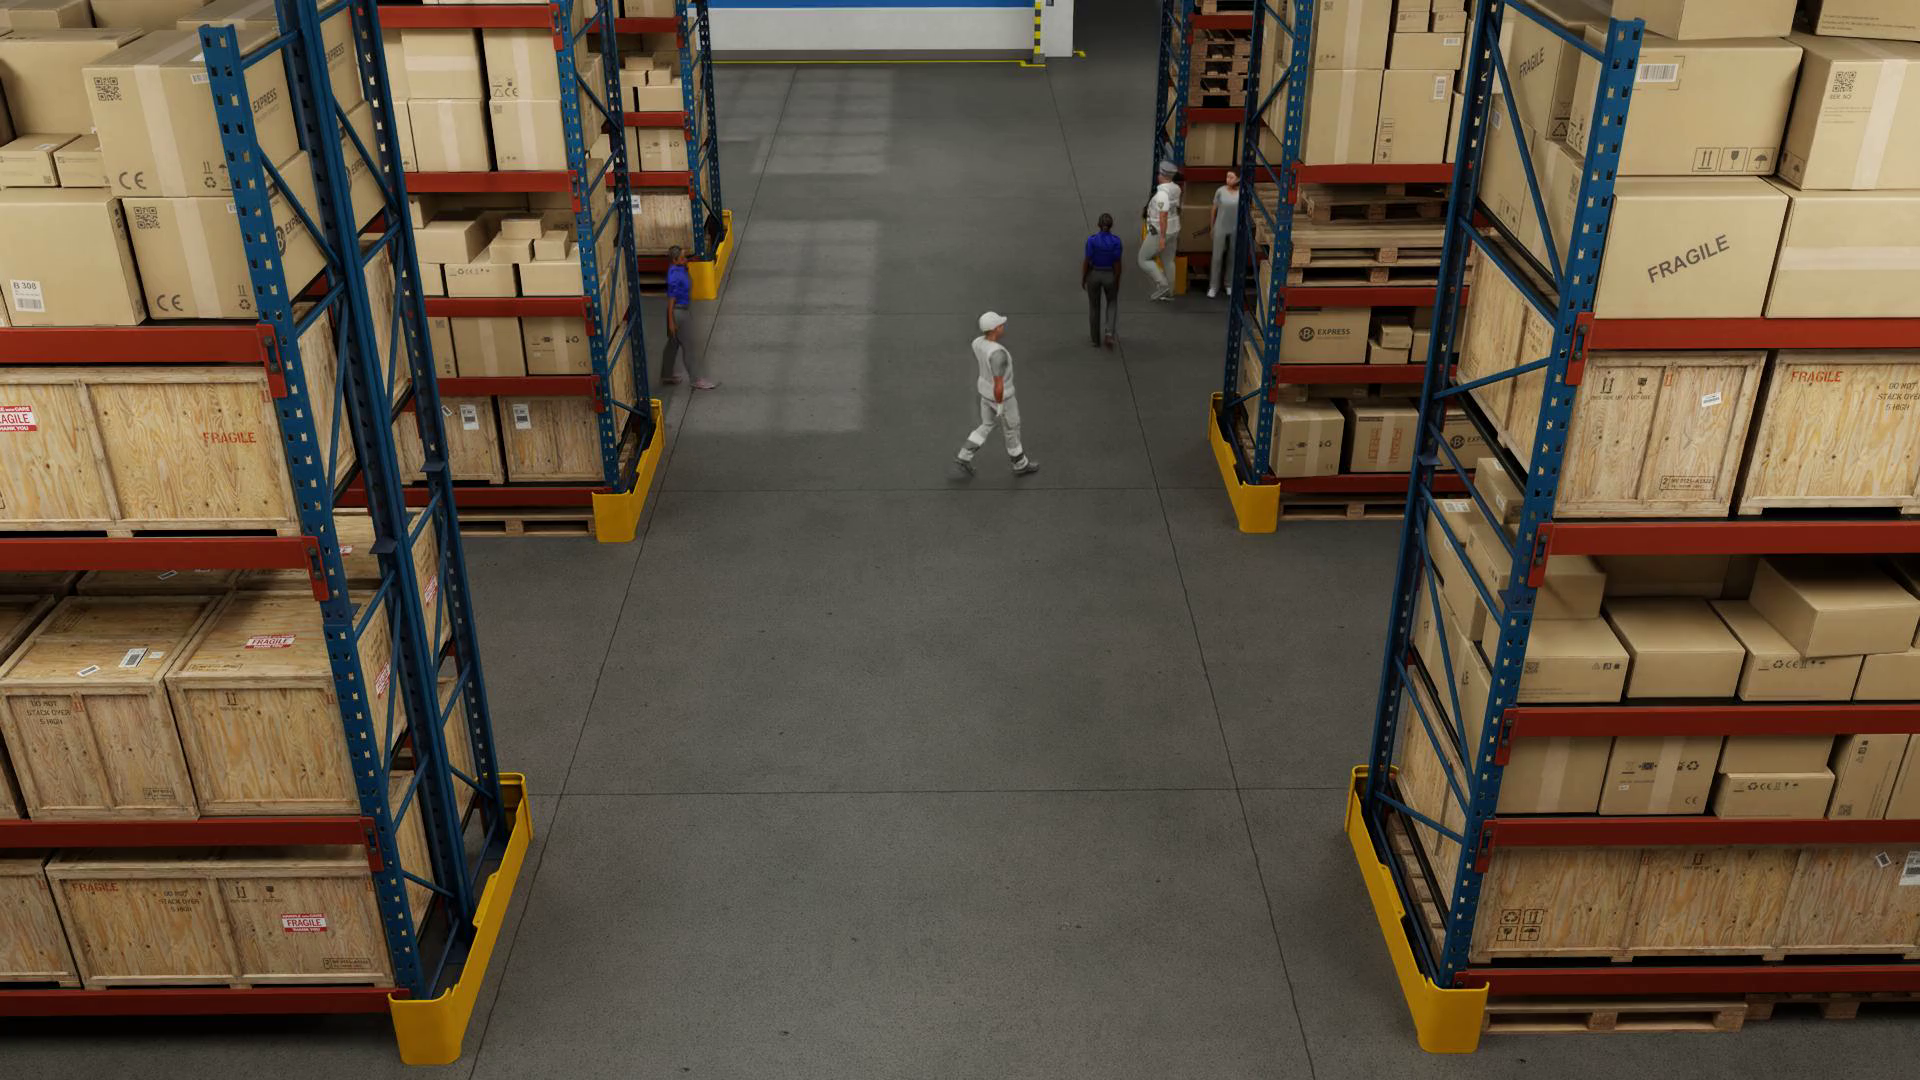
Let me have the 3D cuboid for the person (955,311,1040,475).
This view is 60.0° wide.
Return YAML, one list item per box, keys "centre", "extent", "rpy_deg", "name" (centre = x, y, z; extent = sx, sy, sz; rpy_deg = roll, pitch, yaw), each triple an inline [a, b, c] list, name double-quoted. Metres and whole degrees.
- centre: [0.383, -1.462, 16.604]
  extent: [0.892, 1.766, 0.535]
  rpy_deg: [-16, 32, -27]
  name: "person"

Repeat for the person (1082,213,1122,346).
- centre: [1.677, -3.100, 19.767]
  extent: [0.458, 1.658, 0.429]
  rpy_deg: [1, 28, 1]
  name: "person"

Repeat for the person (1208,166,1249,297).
- centre: [3.492, -3.960, 21.338]
  extent: [0.554, 1.674, 0.384]
  rpy_deg: [1, 28, 2]
  name: "person"

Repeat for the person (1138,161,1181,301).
- centre: [2.610, -3.917, 21.175]
  extent: [0.496, 1.751, 0.605]
  rpy_deg: [21, 34, 33]
  name: "person"

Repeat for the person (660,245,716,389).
- centre: [-3.122, -2.519, 18.697]
  extent: [0.647, 1.652, 0.485]
  rpy_deg: [-2, 28, -5]
  name: "person"
